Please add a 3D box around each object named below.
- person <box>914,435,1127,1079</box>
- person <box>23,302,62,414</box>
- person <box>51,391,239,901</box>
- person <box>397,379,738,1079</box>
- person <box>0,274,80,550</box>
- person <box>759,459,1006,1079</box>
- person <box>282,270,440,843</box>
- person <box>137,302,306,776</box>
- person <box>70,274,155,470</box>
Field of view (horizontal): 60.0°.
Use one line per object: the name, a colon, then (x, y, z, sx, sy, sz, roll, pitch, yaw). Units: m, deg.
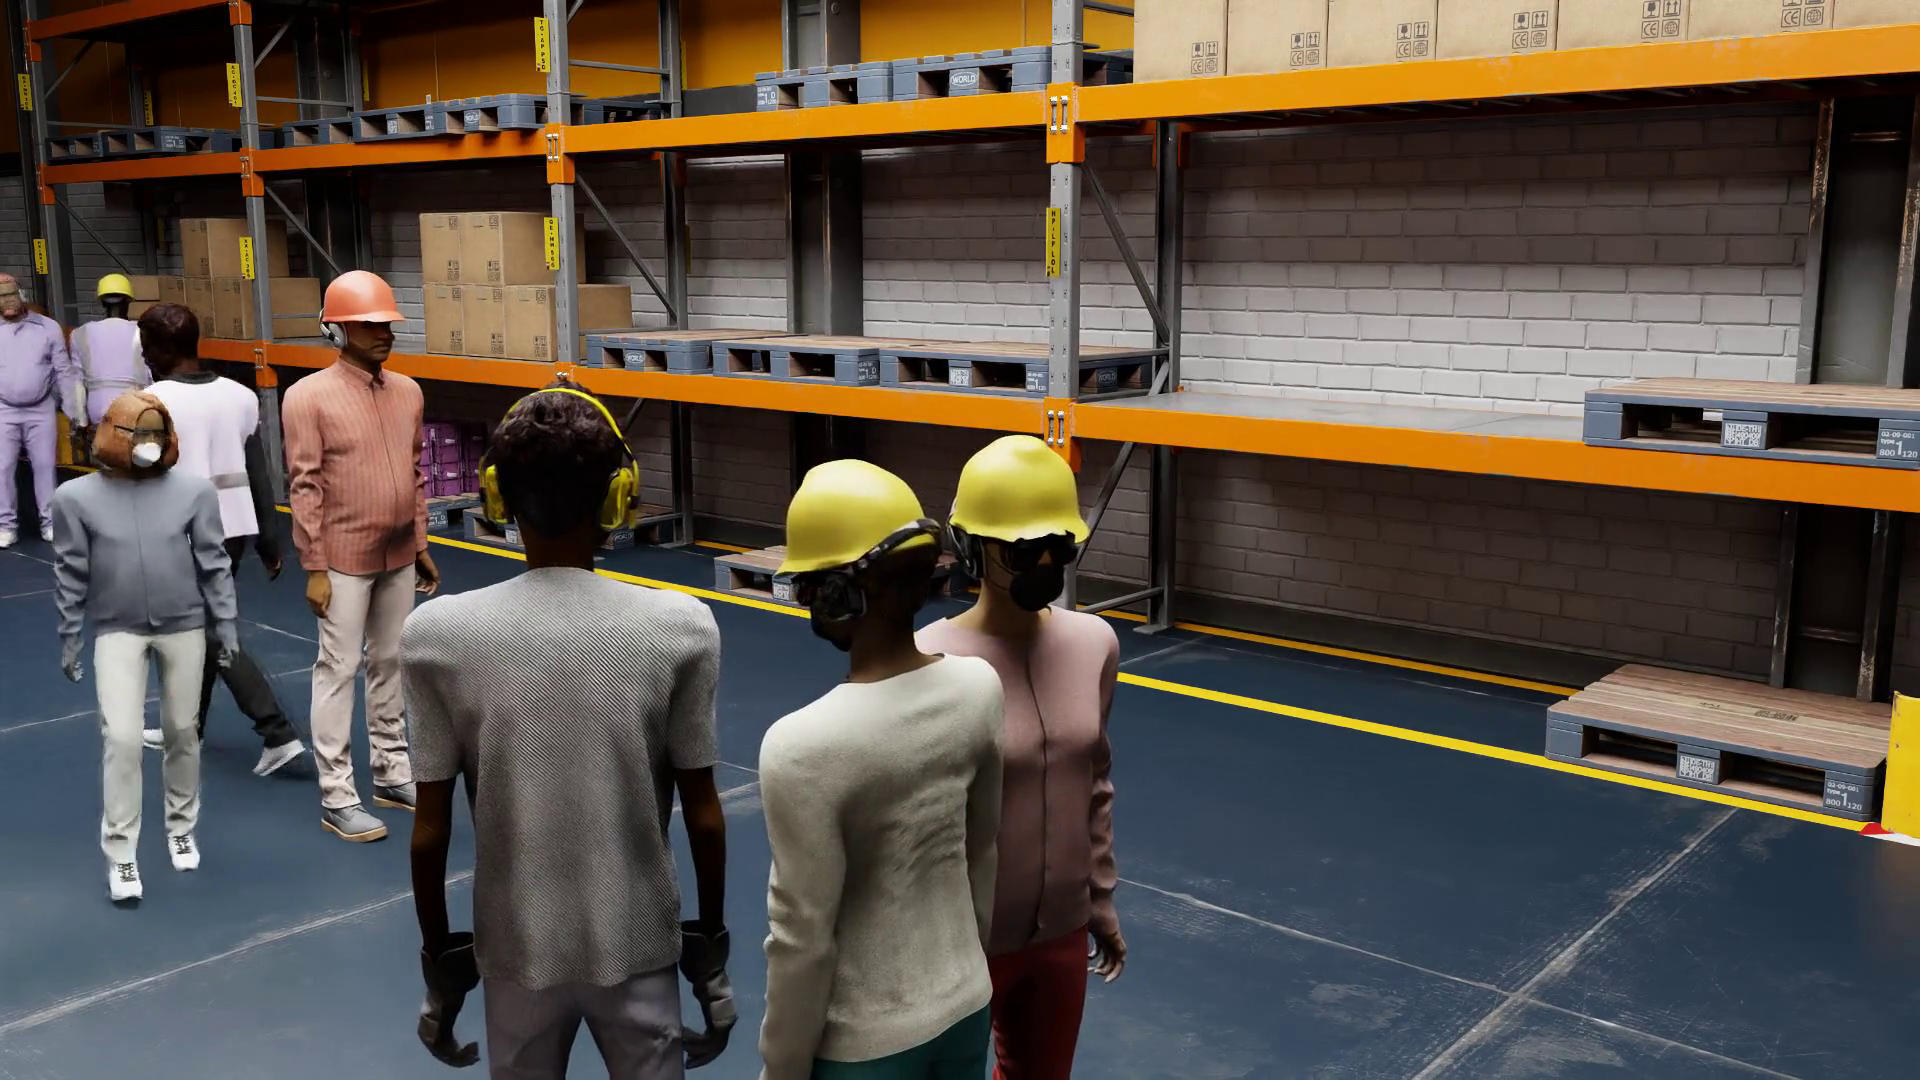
person: (0.089, 0.694, 2.911, 0.529, 1.767, 0.329, -8, 12, -37)
person: (-8.168, -1.301, 14.749, 0.510, 1.612, 0.676, -7, 12, -35)
person: (-2.598, 0.338, 5.366, 0.527, 1.608, 0.596, -7, 12, -33)
person: (-0.620, 0.681, 2.686, 0.514, 1.872, 0.332, -1, 10, -7)
person: (-6.519, -0.887, 11.576, 0.692, 1.892, 0.393, -8, 13, -38)
person: (-0.132, 0.750, 2.614, 0.320, 1.762, 0.522, 7, 12, 36)
person: (-2.100, 0.049, 5.929, 0.390, 1.995, 0.613, 5, 11, 26)
person: (-2.975, -0.005, 6.599, 0.967, 1.878, 0.596, 4, 11, 22)
person: (-5.690, -0.847, 11.308, 0.602, 1.897, 0.442, -2, 10, -13)
